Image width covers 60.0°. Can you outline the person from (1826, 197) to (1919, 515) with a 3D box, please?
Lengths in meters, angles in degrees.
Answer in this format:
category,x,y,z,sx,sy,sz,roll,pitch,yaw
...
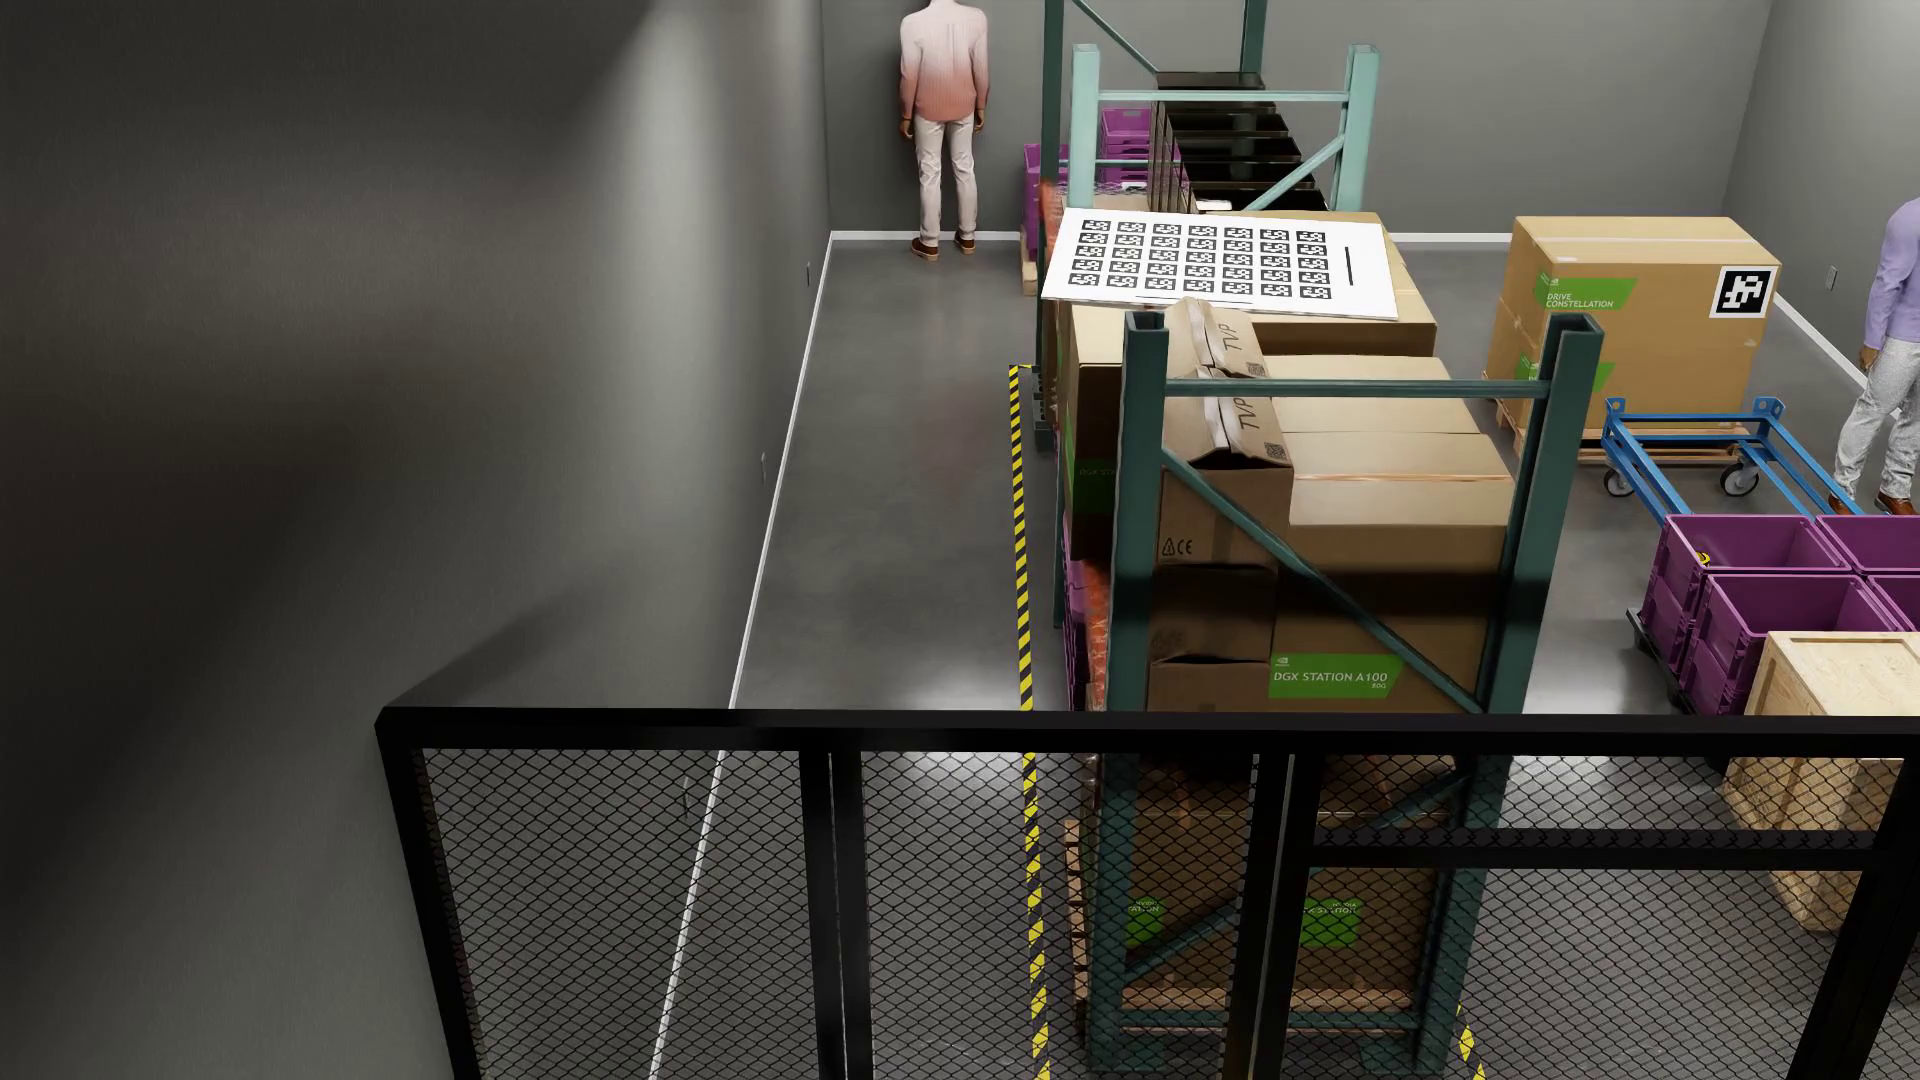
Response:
category,x,y,z,sx,sy,sz,roll,pitch,yaw
person,4.527,-0.945,7.784,0.630,1.940,0.372,-1,31,-2

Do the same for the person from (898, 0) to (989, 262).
category,x,y,z,sx,sy,sz,roll,pitch,yaw
person,-0.114,-2.819,10.844,0.626,1.992,0.387,-13,33,-20
